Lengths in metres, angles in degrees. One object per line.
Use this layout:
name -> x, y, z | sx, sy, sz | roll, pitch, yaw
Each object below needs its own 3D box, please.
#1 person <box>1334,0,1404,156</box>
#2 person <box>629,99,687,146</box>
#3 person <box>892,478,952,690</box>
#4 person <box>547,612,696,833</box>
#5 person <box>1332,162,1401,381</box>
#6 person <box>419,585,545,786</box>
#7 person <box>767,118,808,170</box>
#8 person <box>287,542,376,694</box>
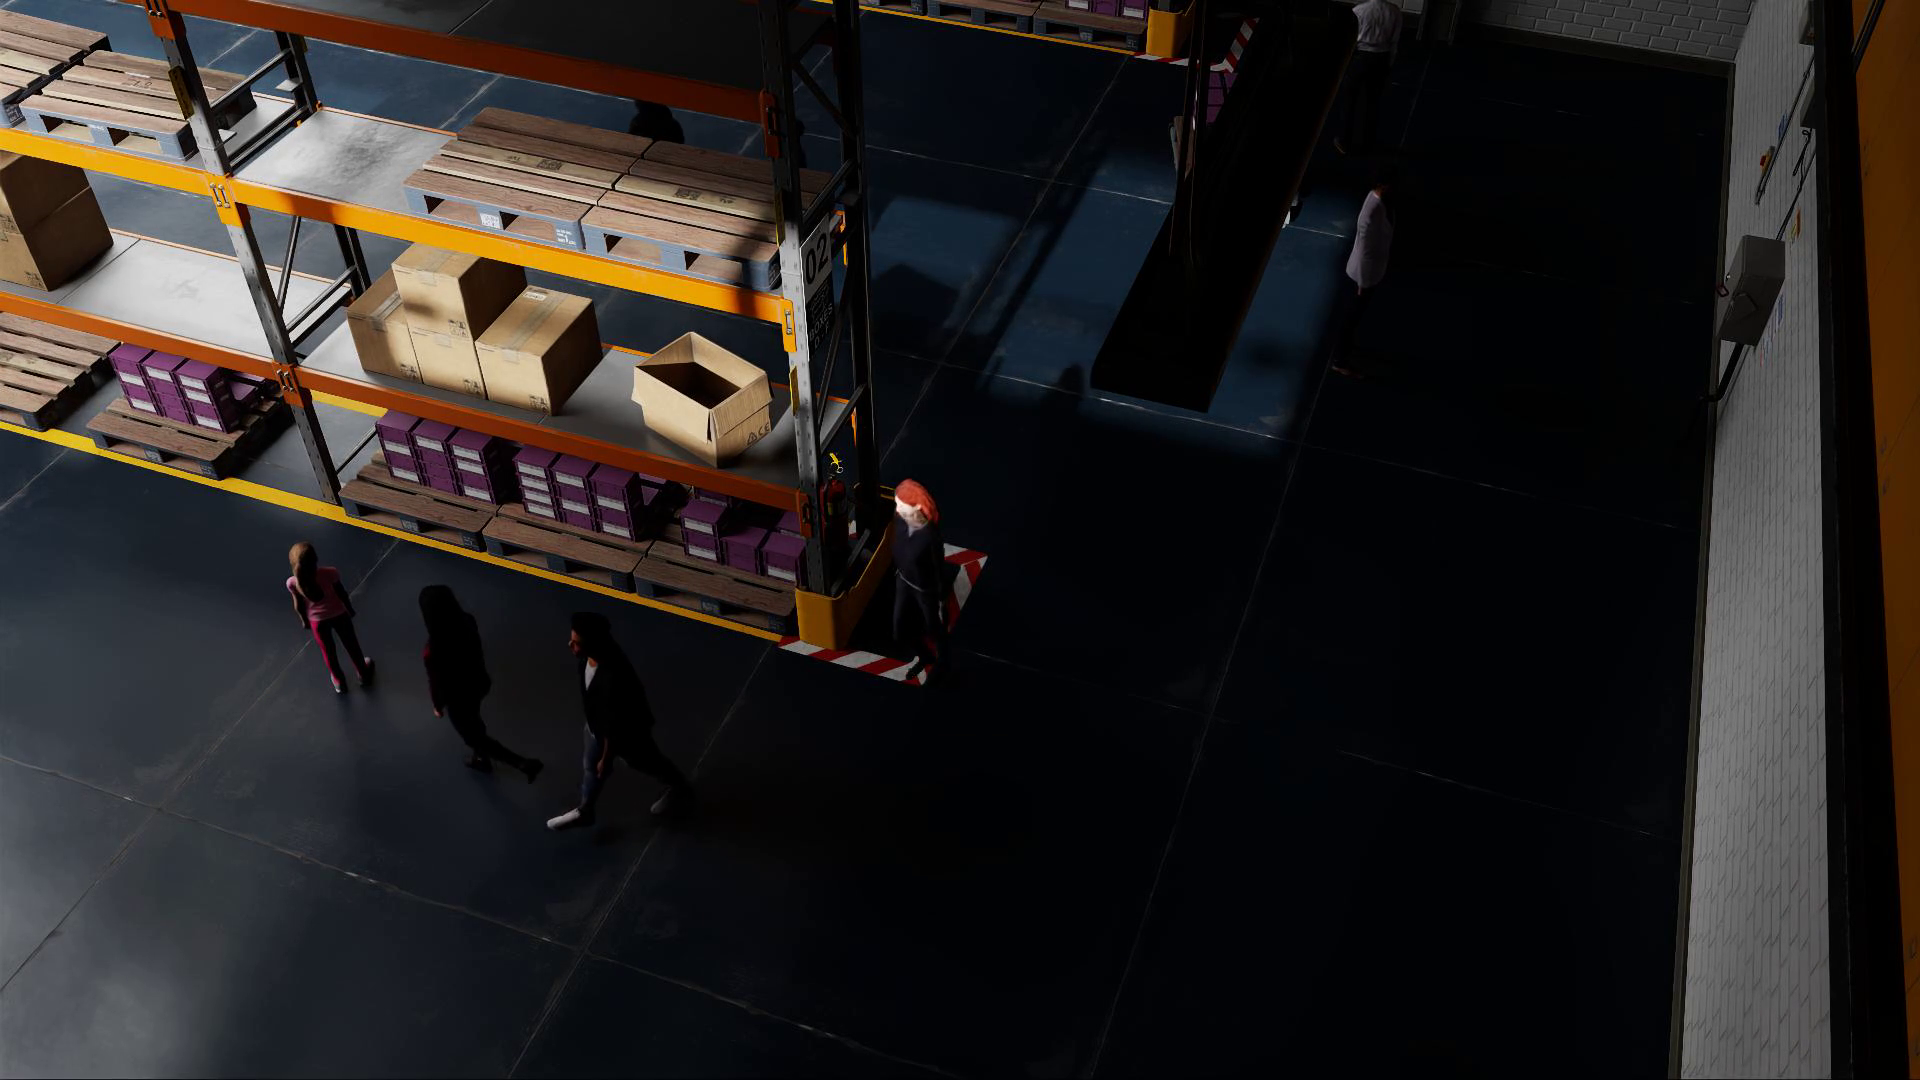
person -> 3.823, -4.475, 15.566 | 0.611, 1.815, 0.774 | 2, 44, 2
person -> -2.596, -3.081, 14.278 | 0.874, 1.574, 0.853 | 9, 44, 9
person -> -0.203, 0.245, 10.652 | 0.713, 1.761, 0.861 | 31, 51, 28
person -> -1.920, 1.062, 9.787 | 1.208, 1.769, 1.187 | -21, 48, -21
person -> 3.197, -2.155, 13.103 | 0.552, 1.853, 0.663 | 14, 45, 14
person -> -2.913, 0.933, 10.018 | 0.880, 1.638, 0.594 | 16, 46, 16
person -> -1.460, -2.677, 13.694 | 0.670, 1.795, 0.677 | 12, 45, 12
person -> -4.092, 0.484, 10.756 | 0.581, 1.271, 0.645 | -14, 45, -14
